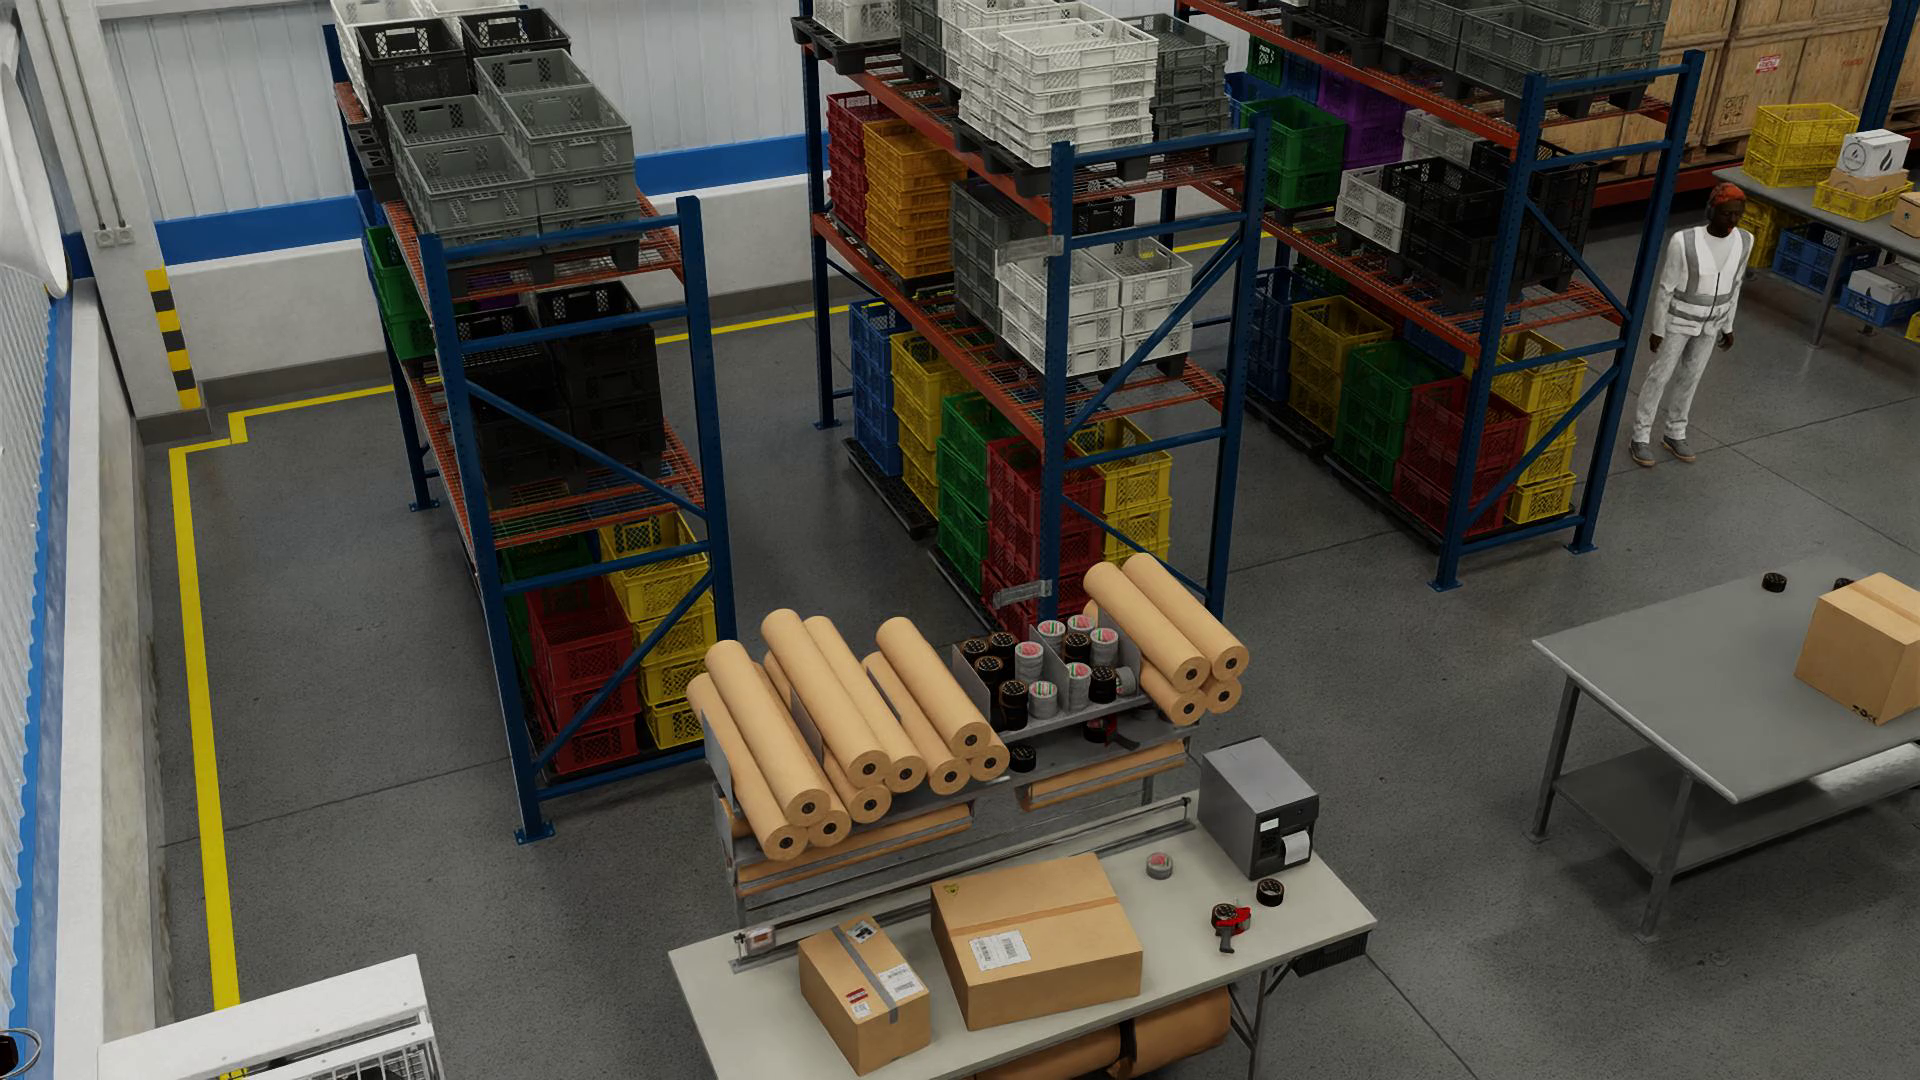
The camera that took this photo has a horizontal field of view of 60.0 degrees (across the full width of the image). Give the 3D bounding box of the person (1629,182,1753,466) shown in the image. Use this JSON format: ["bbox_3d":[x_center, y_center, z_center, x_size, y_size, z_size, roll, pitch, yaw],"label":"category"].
[{"bbox_3d":[4.690,-1.370,10.643,0.572,1.883,0.353,-5,32,-8],"label":"person"}]
